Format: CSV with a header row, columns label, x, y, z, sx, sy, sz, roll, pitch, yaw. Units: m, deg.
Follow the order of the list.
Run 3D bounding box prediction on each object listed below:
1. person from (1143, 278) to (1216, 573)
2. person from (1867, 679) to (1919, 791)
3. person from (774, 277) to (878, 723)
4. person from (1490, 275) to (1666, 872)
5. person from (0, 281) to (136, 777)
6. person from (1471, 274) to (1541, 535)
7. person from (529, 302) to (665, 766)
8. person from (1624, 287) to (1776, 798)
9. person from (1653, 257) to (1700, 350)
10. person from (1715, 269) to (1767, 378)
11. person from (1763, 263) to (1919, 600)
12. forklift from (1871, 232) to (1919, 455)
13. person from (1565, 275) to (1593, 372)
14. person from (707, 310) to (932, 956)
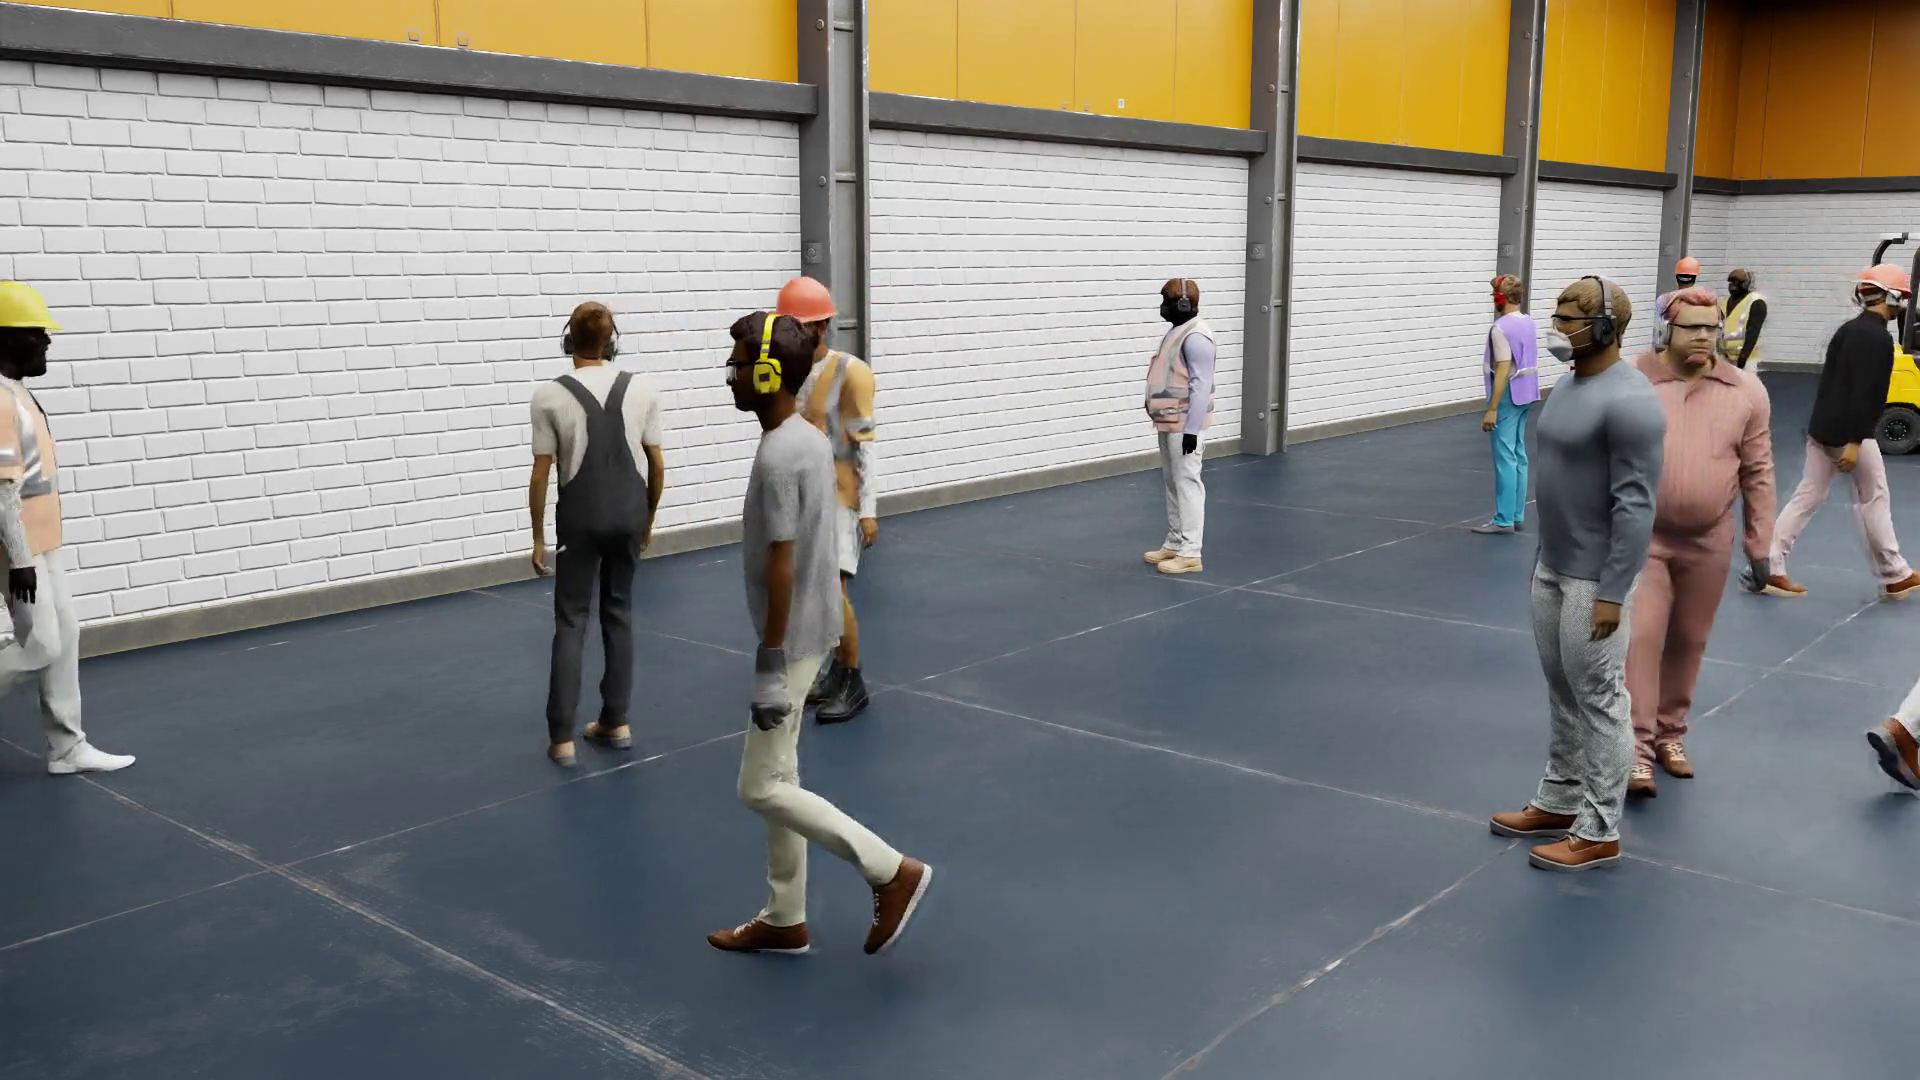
label,x,y,z,sx,sy,sz,roll,pitch,yaw
person,1.374,-0.719,10.466,0.429,1.842,0.636,-1,10,-7
person,3.843,0.035,5.996,0.904,1.913,0.656,-2,10,-11
person,-0.587,-0.168,7.174,0.572,1.909,0.536,9,13,40
person,2.039,0.113,5.449,0.371,1.940,0.627,0,10,-2
person,-3.562,-0.003,6.197,0.667,1.908,0.605,-4,11,-19
person,3.884,-0.948,11.768,0.391,1.841,0.564,8,13,38
person,-1.434,-0.028,6.638,0.544,1.806,0.428,-5,11,-26
person,2.666,0.024,6.139,0.678,1.875,0.846,2,10,9
person,7.139,-1.822,16.467,0.543,1.939,0.360,4,11,23
person,8.095,-1.940,17.536,0.949,1.794,0.632,-4,11,-20
person,5.127,-0.609,9.556,1.044,1.927,0.647,0,10,2
forklift,9.955,-1.972,16.595,2.313,2.155,1.214,1,10,8
person,7.725,-2.413,20.543,0.531,1.694,0.320,3,10,15
person,-0.421,0.296,4.627,0.568,1.859,0.529,0,10,2
